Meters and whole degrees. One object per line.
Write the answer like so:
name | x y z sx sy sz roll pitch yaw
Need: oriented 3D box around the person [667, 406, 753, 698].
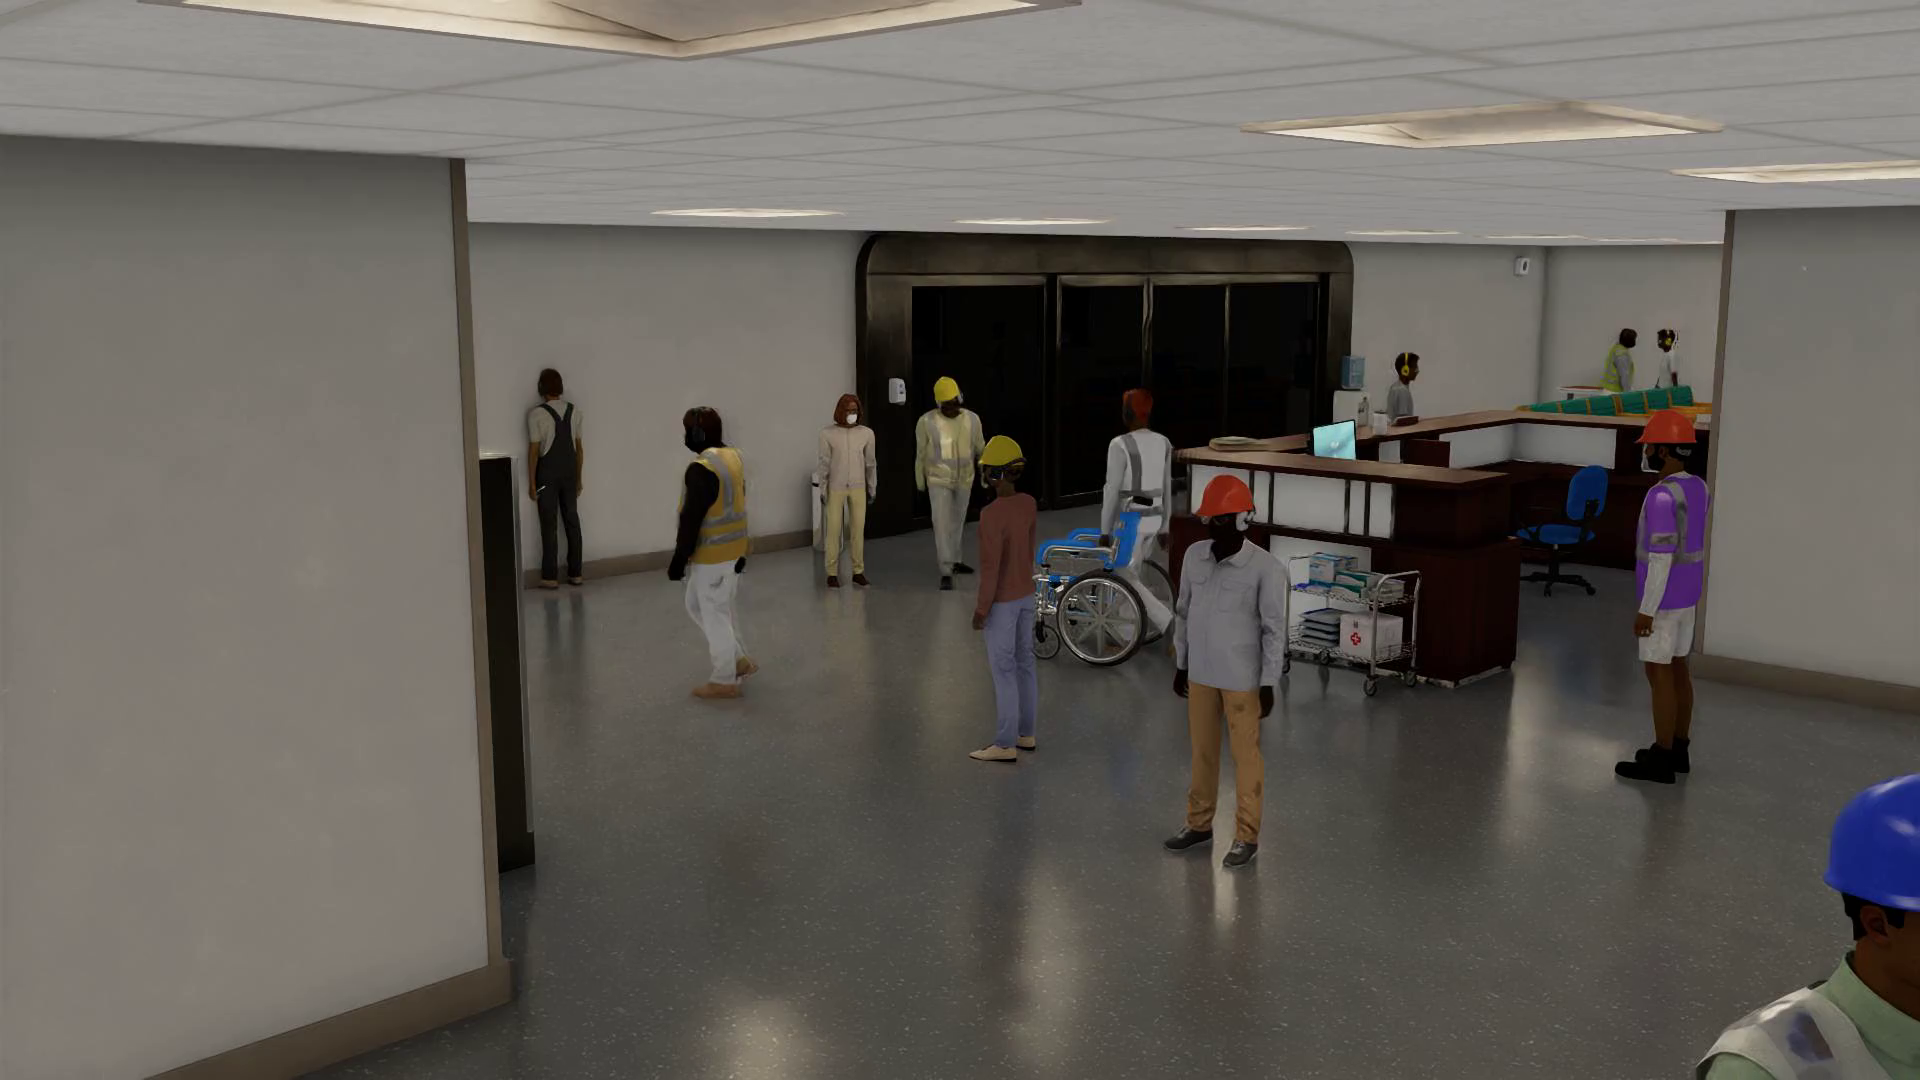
person | -1.540 0.089 10.254 0.453 1.824 0.624 1 9 5

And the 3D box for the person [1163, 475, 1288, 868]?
person | 1.176 0.577 7.441 0.332 1.753 0.561 -9 13 -44

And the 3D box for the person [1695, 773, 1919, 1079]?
person | 1.336 1.289 2.478 0.605 1.951 0.380 -4 10 -25

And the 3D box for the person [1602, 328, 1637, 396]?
person | 9.812 -2.233 24.612 0.797 1.786 0.688 4 10 24

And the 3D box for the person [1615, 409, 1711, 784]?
person | 3.643 0.289 8.649 0.376 1.935 0.550 9 13 43

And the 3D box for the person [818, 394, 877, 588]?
person | -0.939 -0.411 13.911 0.505 1.627 0.286 -3 10 -20

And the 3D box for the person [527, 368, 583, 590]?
person | -3.362 -0.507 13.844 0.501 1.838 0.344 -9 13 -43

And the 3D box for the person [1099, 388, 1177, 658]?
person | 1.233 -0.100 11.260 0.586 1.856 0.743 -9 13 -44

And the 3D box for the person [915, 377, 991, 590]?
person | -0.060 -0.500 14.064 0.639 1.773 0.878 -4 10 -23

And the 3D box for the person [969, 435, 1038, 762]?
person | 0.235 0.317 9.004 0.316 1.769 0.523 5 11 30
